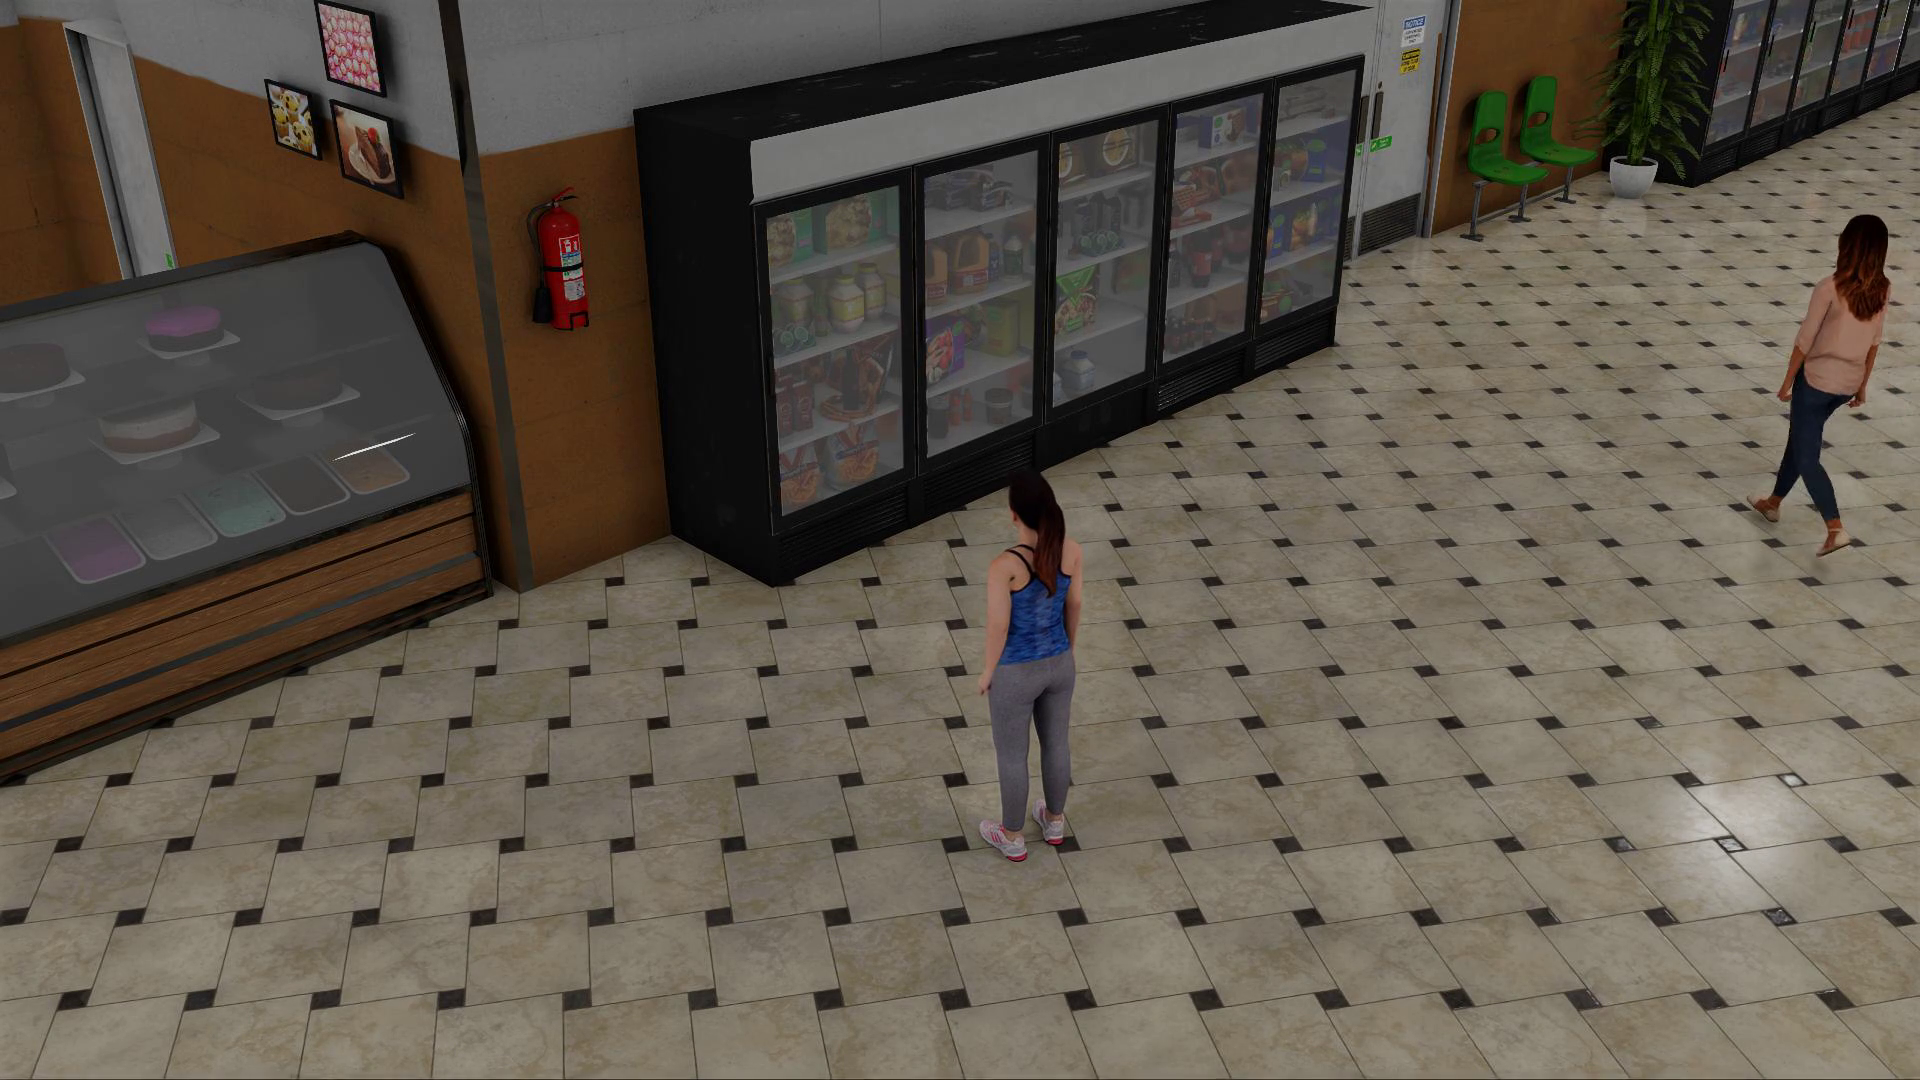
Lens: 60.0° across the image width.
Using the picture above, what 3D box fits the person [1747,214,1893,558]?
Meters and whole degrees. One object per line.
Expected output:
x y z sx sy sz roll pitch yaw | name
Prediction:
4.504 -0.754 8.570 1.006 1.760 1.162 -4 27 -8 | person

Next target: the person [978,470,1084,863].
0.270 0.481 6.301 0.623 1.610 0.623 -14 30 -26 | person
